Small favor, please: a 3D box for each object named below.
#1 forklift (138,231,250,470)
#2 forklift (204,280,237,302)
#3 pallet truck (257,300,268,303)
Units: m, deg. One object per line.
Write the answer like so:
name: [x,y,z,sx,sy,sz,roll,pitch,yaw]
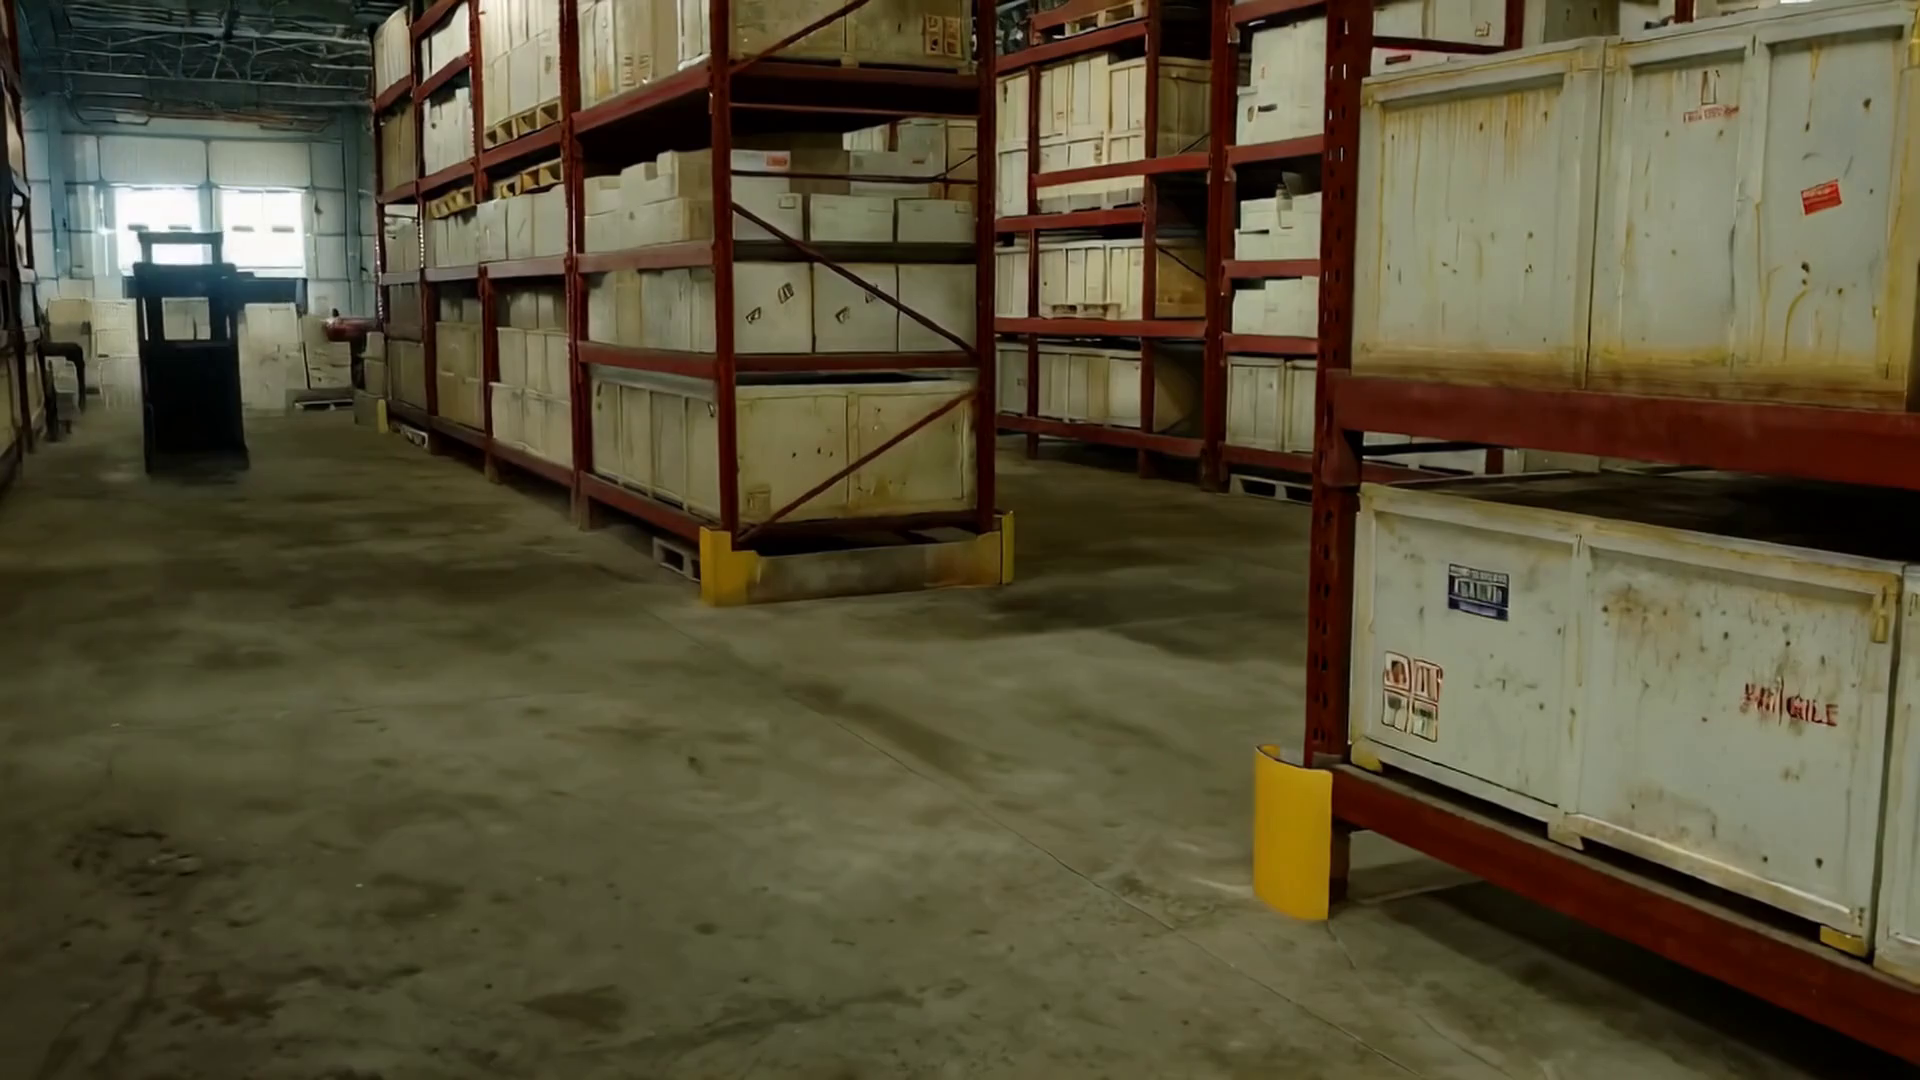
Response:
forklift: [-9.357,-2.331,20.161,1.129,2.768,1.873,-4,9,-26]
forklift: [-22.509,-6.758,50.688,1.873,2.768,1.129,6,10,35]
pallet truck: [-23.913,-7.404,58.171,1.885,1.965,0.823,-1,8,-9]
